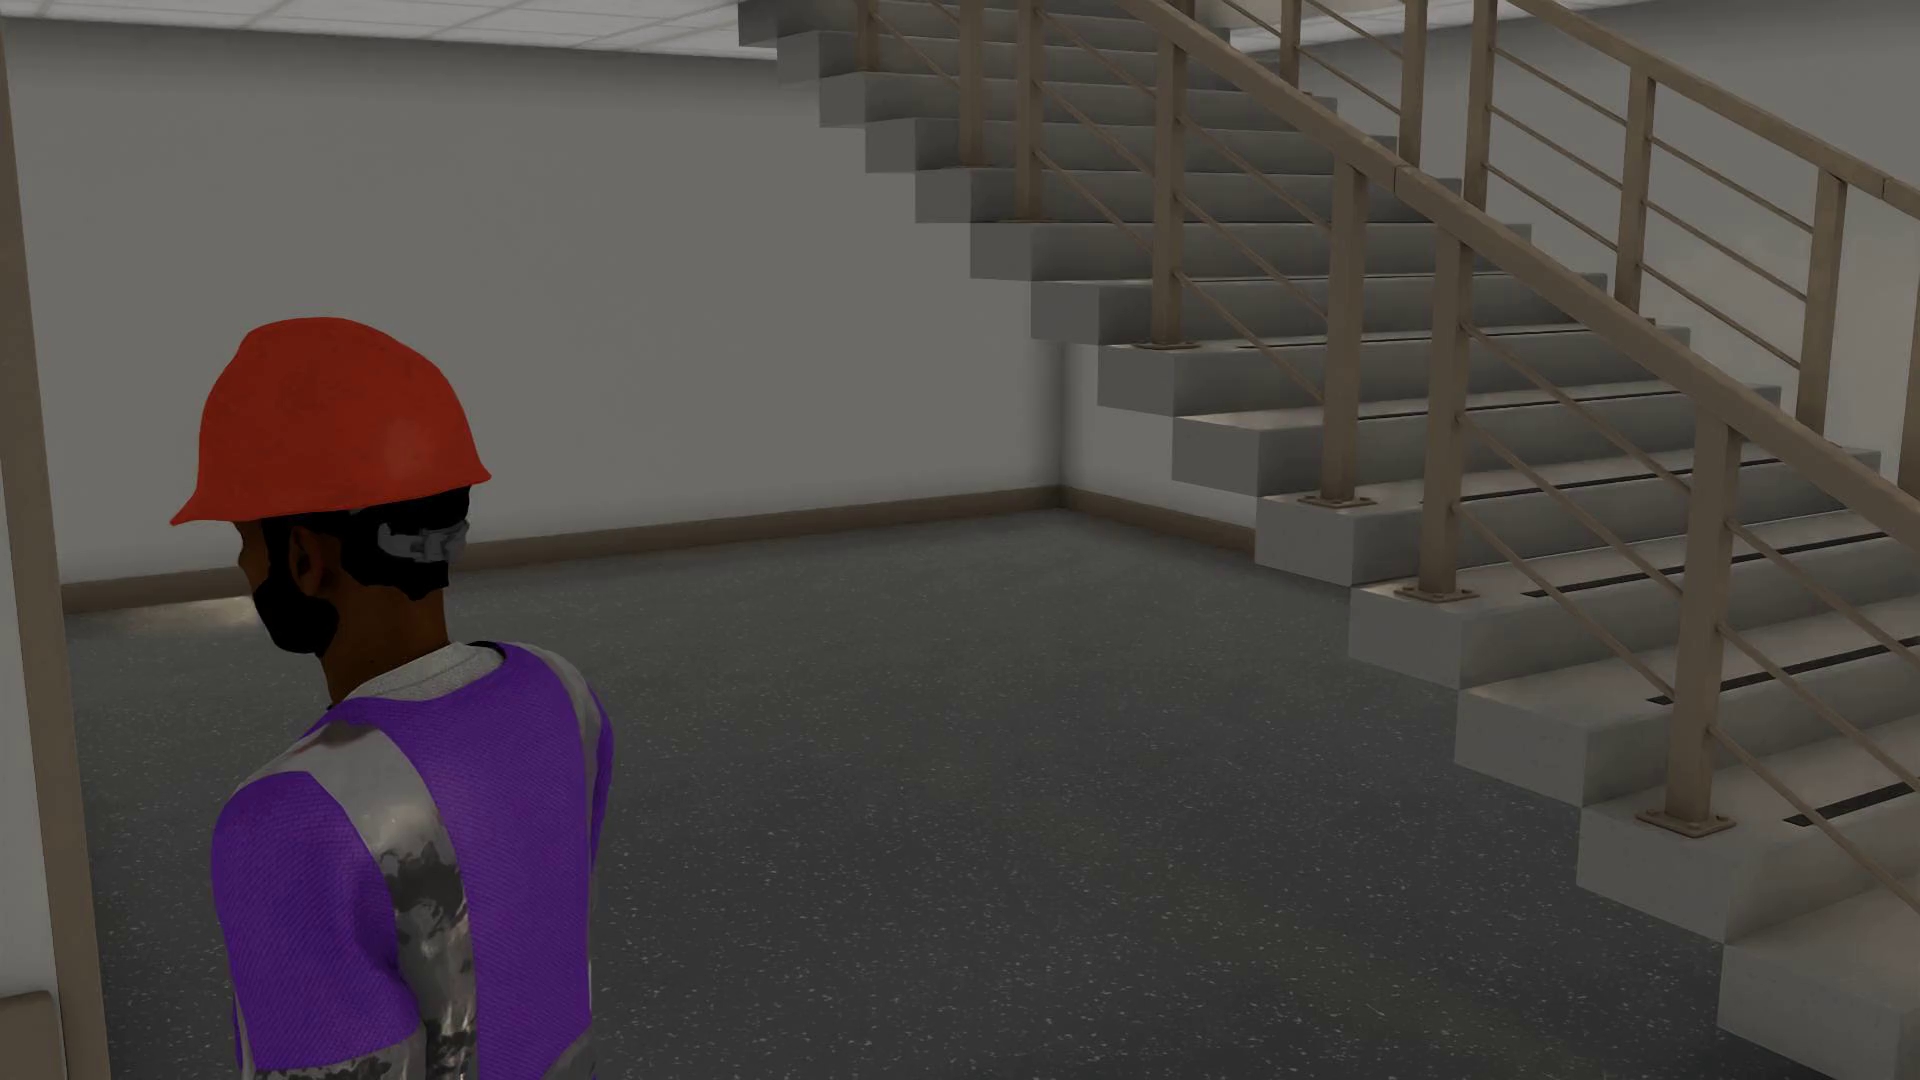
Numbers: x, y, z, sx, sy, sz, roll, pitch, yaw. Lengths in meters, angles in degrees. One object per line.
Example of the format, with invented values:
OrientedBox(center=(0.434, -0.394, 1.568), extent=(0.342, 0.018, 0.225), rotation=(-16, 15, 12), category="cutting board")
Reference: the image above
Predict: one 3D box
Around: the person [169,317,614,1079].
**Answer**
OrientedBox(center=(-0.561, 0.745, 1.707), extent=(0.378, 1.932, 0.551), rotation=(2, 11, 12), category="person")
